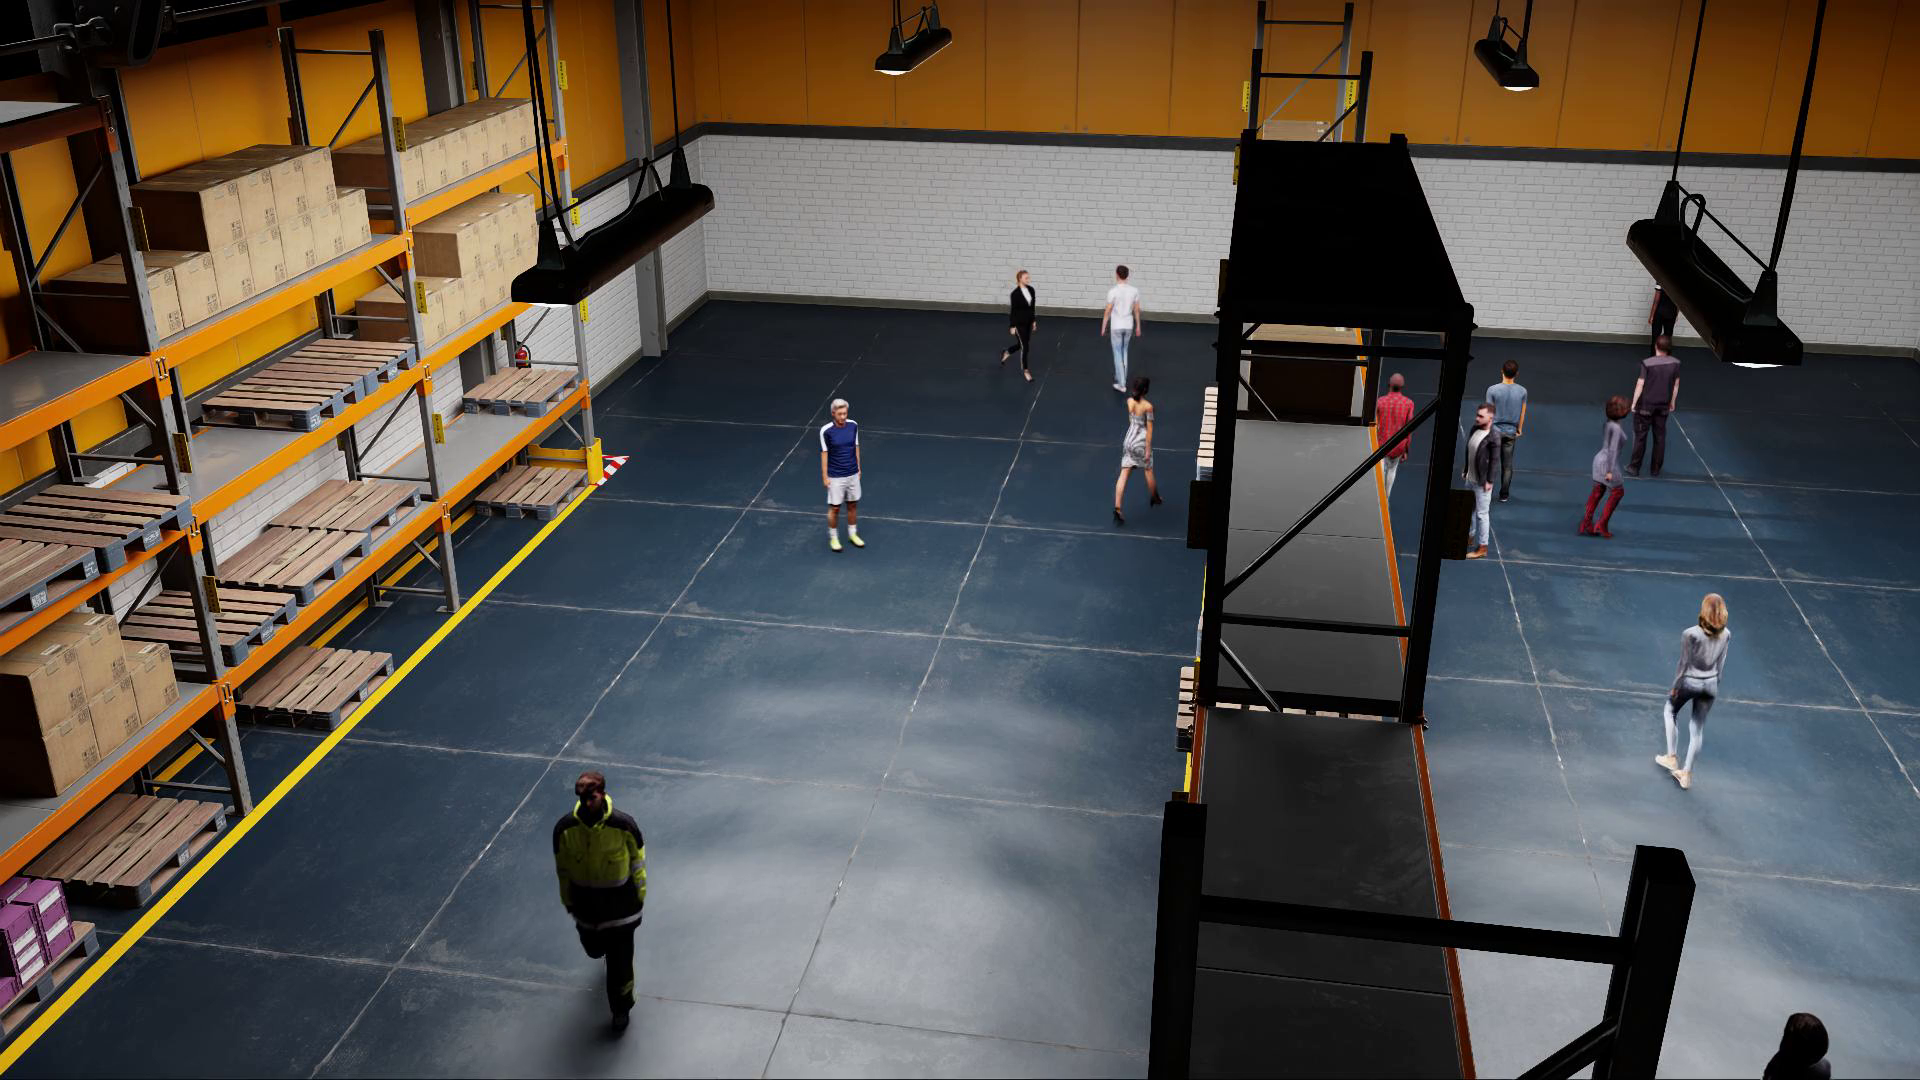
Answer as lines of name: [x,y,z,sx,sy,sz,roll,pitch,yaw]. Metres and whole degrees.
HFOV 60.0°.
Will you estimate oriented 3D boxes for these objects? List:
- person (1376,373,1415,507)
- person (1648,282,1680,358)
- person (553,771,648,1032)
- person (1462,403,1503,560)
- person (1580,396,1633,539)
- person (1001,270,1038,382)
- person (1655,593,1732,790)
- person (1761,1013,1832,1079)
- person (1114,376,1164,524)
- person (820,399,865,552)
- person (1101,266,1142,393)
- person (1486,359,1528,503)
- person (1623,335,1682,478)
person: [5.101,-1.085,19.814,0.659,1.794,1.113,4,24,8]
person: [10.681,-3.407,25.207,0.664,1.728,0.640,-2,24,-5]
person: [-2.460,2.410,11.618,0.908,1.953,1.158,-1,24,-2]
person: [5.912,-0.696,18.880,0.784,1.828,0.650,-8,25,-17]
person: [7.447,-0.846,19.393,0.692,1.693,0.580,3,24,7]
person: [0.877,-3.211,24.826,1.024,1.676,1.016,-21,31,-39]
person: [6.374,1.325,14.317,0.708,1.781,0.762,-2,24,-4]
person: [4.685,3.445,9.483,0.689,1.768,0.709,-11,26,-23]
person: [2.032,-1.047,19.744,0.981,1.779,1.152,21,31,40]
person: [-1.359,-0.776,19.059,0.729,1.831,0.781,-14,27,-29]
person: [2.407,-3.056,24.278,0.899,1.829,0.964,-10,26,-22]
person: [6.640,-1.337,20.370,0.677,1.810,0.584,1,24,2]
person: [8.836,-1.715,21.190,0.770,1.845,0.658,-1,24,-1]
